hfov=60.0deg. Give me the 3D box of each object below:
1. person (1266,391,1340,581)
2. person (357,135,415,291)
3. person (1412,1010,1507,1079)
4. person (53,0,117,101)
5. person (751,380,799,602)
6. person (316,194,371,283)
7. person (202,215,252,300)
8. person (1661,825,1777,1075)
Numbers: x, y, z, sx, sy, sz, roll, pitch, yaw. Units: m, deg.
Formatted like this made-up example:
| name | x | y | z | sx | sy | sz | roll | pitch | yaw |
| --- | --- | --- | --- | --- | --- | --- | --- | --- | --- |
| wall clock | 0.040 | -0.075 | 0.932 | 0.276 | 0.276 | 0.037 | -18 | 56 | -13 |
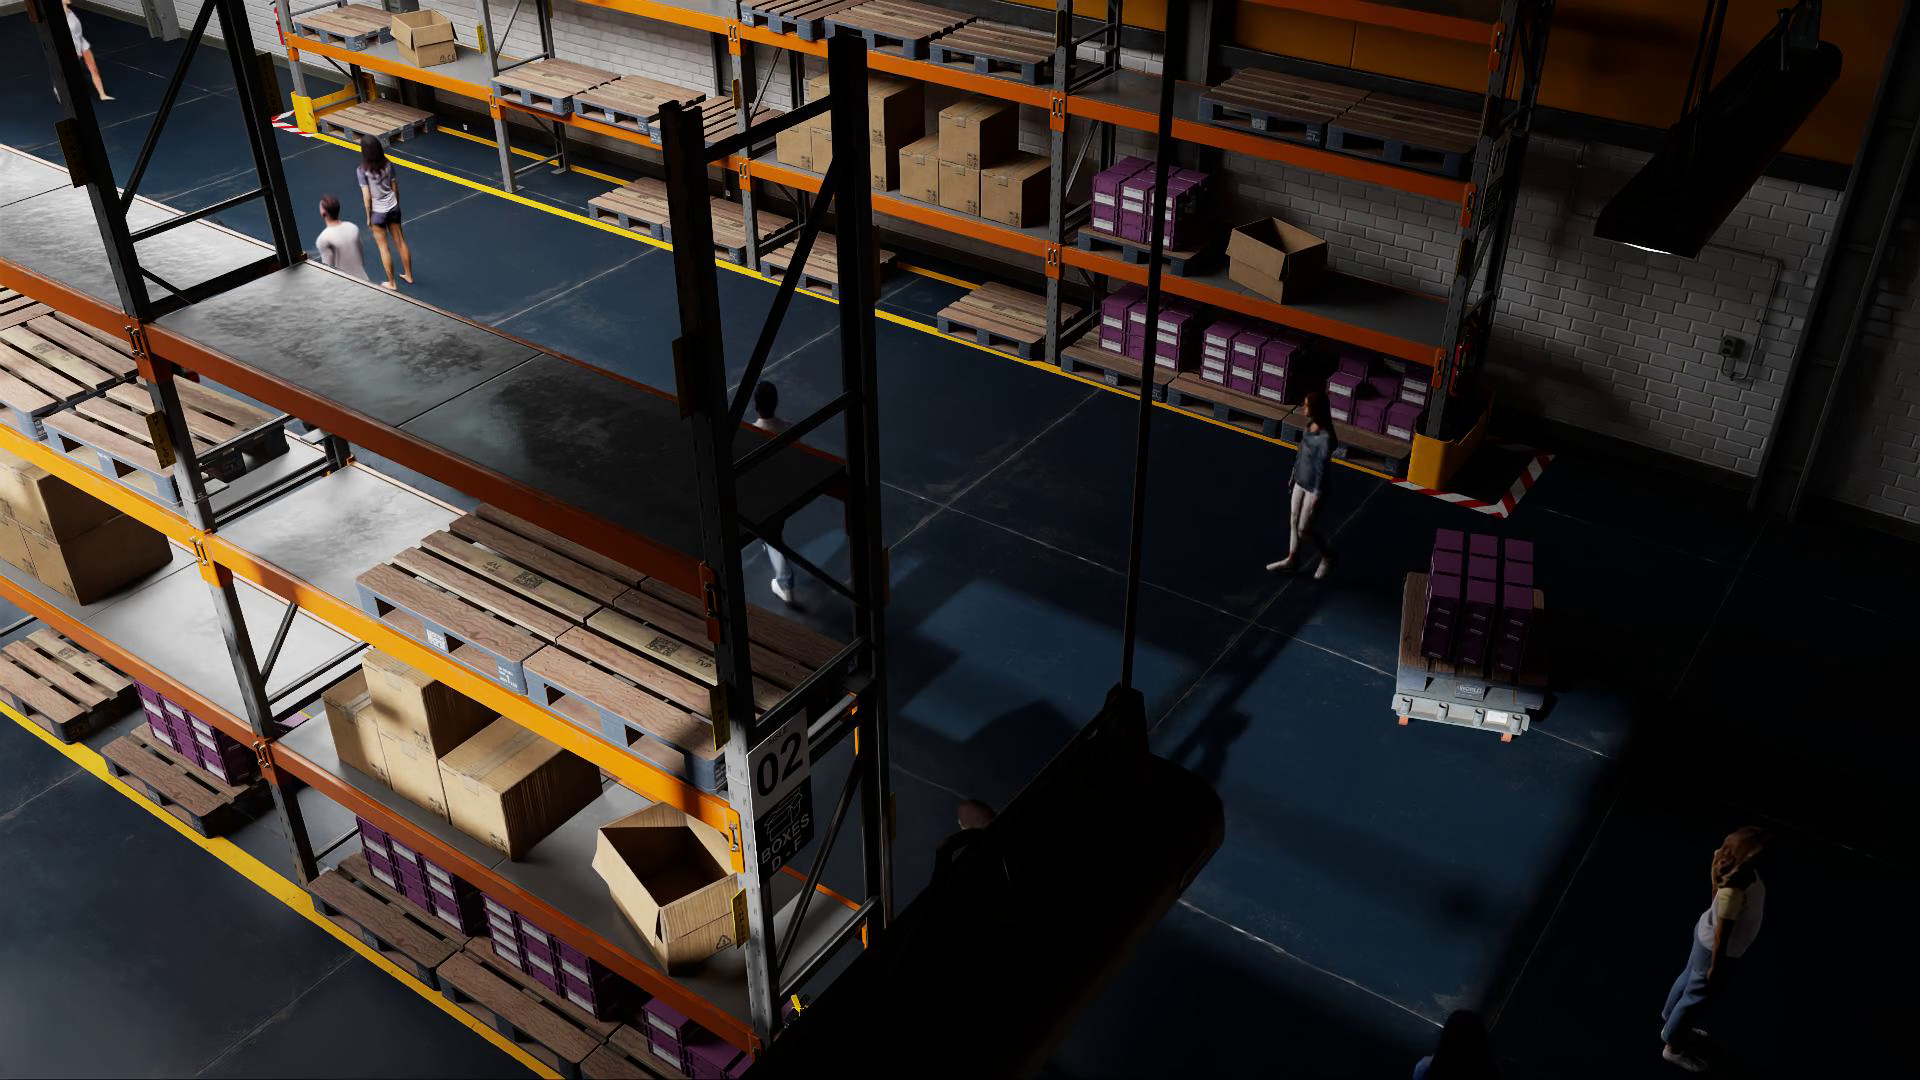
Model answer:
| name | x | y | z | sx | sy | sz | roll | pitch | yaw |
| --- | --- | --- | --- | --- | --- | --- | --- | --- | --- |
| person | 2.874 | -0.418 | 13.330 | 0.948 | 1.693 | 0.888 | -6 | 34 | -8 |
| person | -6.243 | -3.559 | 18.017 | 0.523 | 1.734 | 0.592 | 24 | 41 | 32 |
| person | 2.401 | 3.003 | 8.178 | 0.989 | 1.697 | 0.942 | 4 | 34 | 6 |
| person | -12.360 | -6.834 | 23.086 | 1.072 | 1.578 | 0.944 | -2 | 34 | -3 |
| person | -1.468 | -0.341 | 13.155 | 0.995 | 1.757 | 1.266 | -17 | 37 | -24 |
| person | -5.923 | -2.469 | 16.327 | 1.128 | 1.791 | 0.664 | 21 | 39 | 28 |
| person | -7.025 | -2.313 | 16.163 | 0.731 | 1.713 | 0.934 | -27 | 42 | -34 |
| person | 4.210 | 2.256 | 9.277 | 0.626 | 1.726 | 0.679 | 12 | 35 | 17 |
